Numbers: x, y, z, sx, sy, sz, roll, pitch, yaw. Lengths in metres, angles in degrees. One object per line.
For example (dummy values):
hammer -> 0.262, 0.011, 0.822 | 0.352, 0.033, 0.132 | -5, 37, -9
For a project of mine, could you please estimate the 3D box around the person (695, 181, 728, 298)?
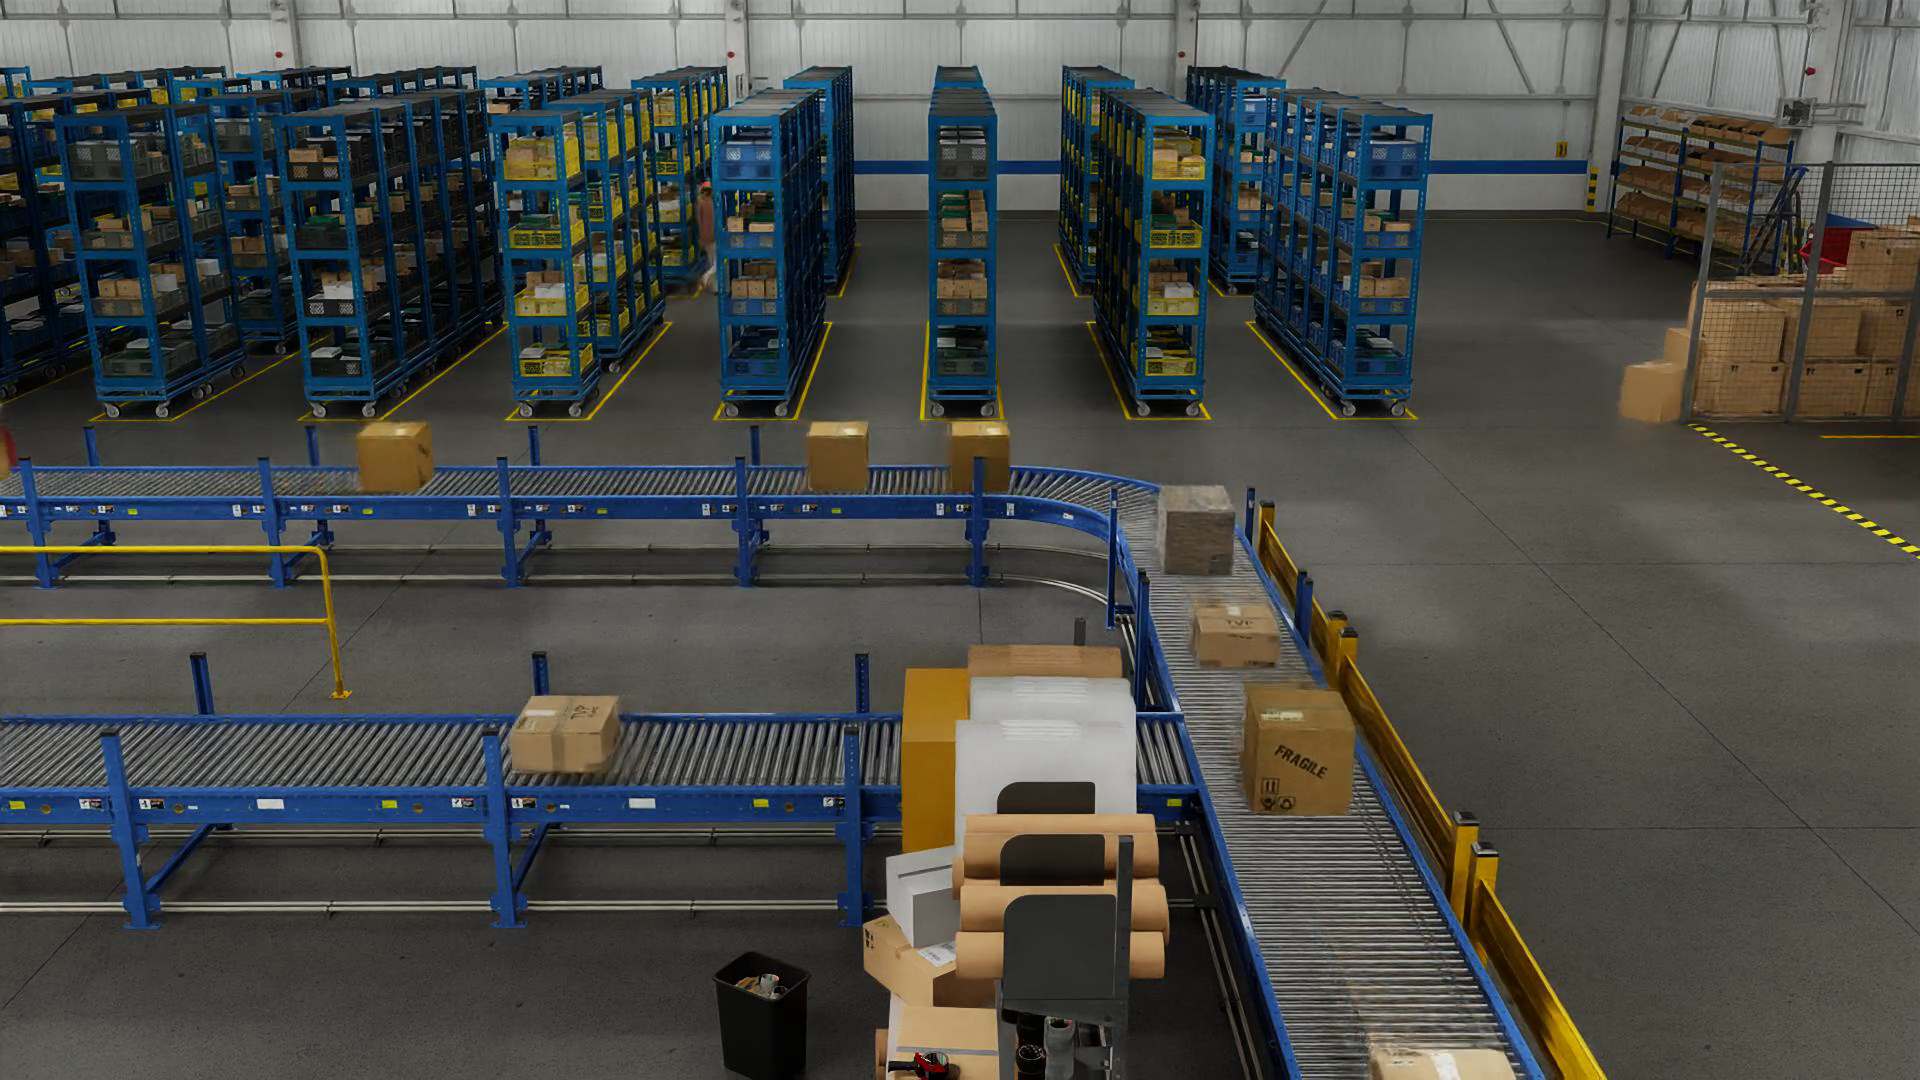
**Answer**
person -> -4.235, -5.040, 28.026 | 0.596, 1.944, 0.686 | -14, 23, -37

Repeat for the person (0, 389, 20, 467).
person -> -9.574, -1.117, 16.274 | 0.857, 1.732, 0.533 | 0, 18, 0

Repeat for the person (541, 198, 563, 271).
person -> -6.471, -4.585, 26.795 | 0.590, 1.833, 0.404 | -6, 19, -18
